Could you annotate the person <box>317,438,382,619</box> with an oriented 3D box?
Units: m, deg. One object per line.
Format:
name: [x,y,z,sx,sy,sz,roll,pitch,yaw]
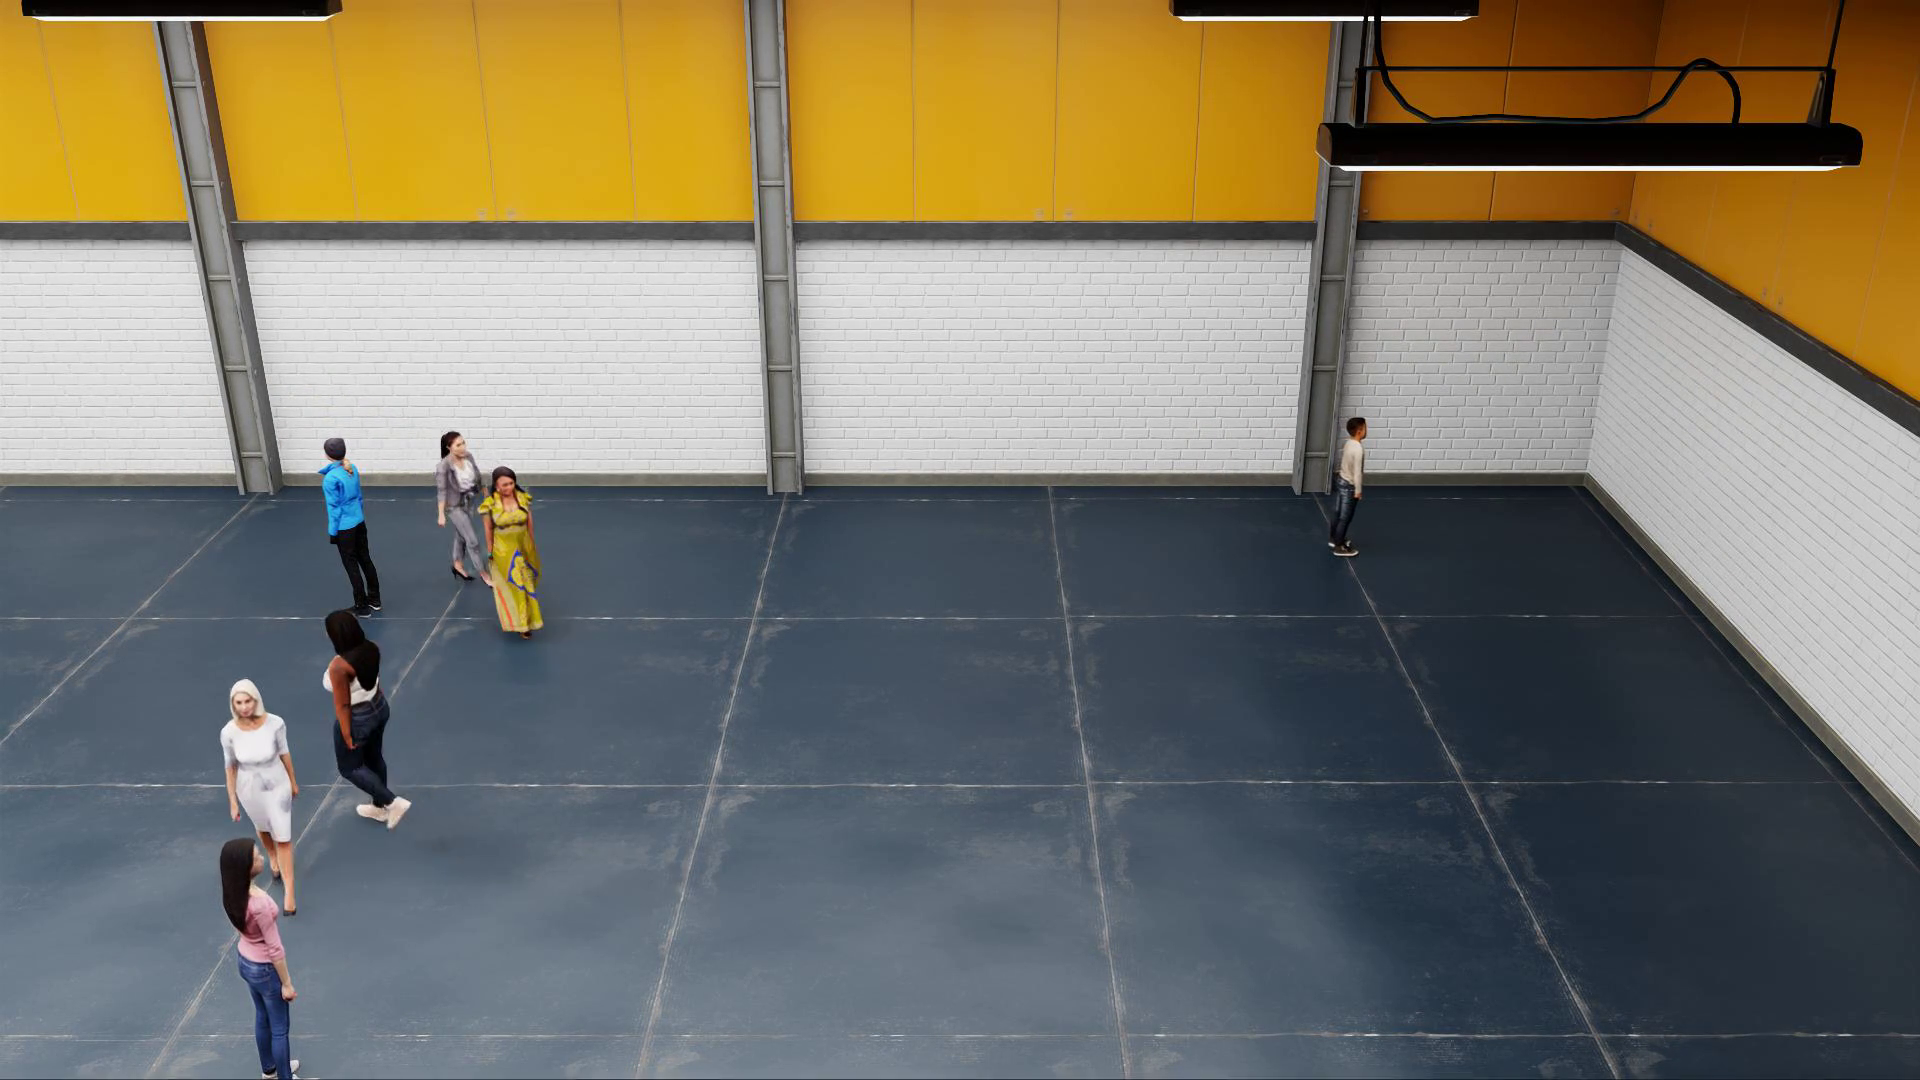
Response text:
person: [-5.776,-0.121,15.726,0.640,1.797,0.681,8,25,17]

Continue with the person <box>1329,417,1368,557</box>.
person: [4.006,-0.564,17.163,0.481,1.456,0.553,-1,24,-3]

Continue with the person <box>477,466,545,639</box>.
person: [-4.205,0.074,15.478,1.246,1.638,1.272,-19,30,-36]

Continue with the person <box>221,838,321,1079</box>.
person: [-4.100,2.505,9.786,0.640,1.742,0.707,20,31,39]

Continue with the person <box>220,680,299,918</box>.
person: [-4.871,1.728,11.619,1.096,1.698,0.922,-9,25,-19]

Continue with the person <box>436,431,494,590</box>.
person: [-4.961,-0.299,16.324,1.031,1.643,0.946,9,25,20]

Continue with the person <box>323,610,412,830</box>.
person: [-4.358,1.363,12.334,0.969,1.794,0.830,10,25,21]
